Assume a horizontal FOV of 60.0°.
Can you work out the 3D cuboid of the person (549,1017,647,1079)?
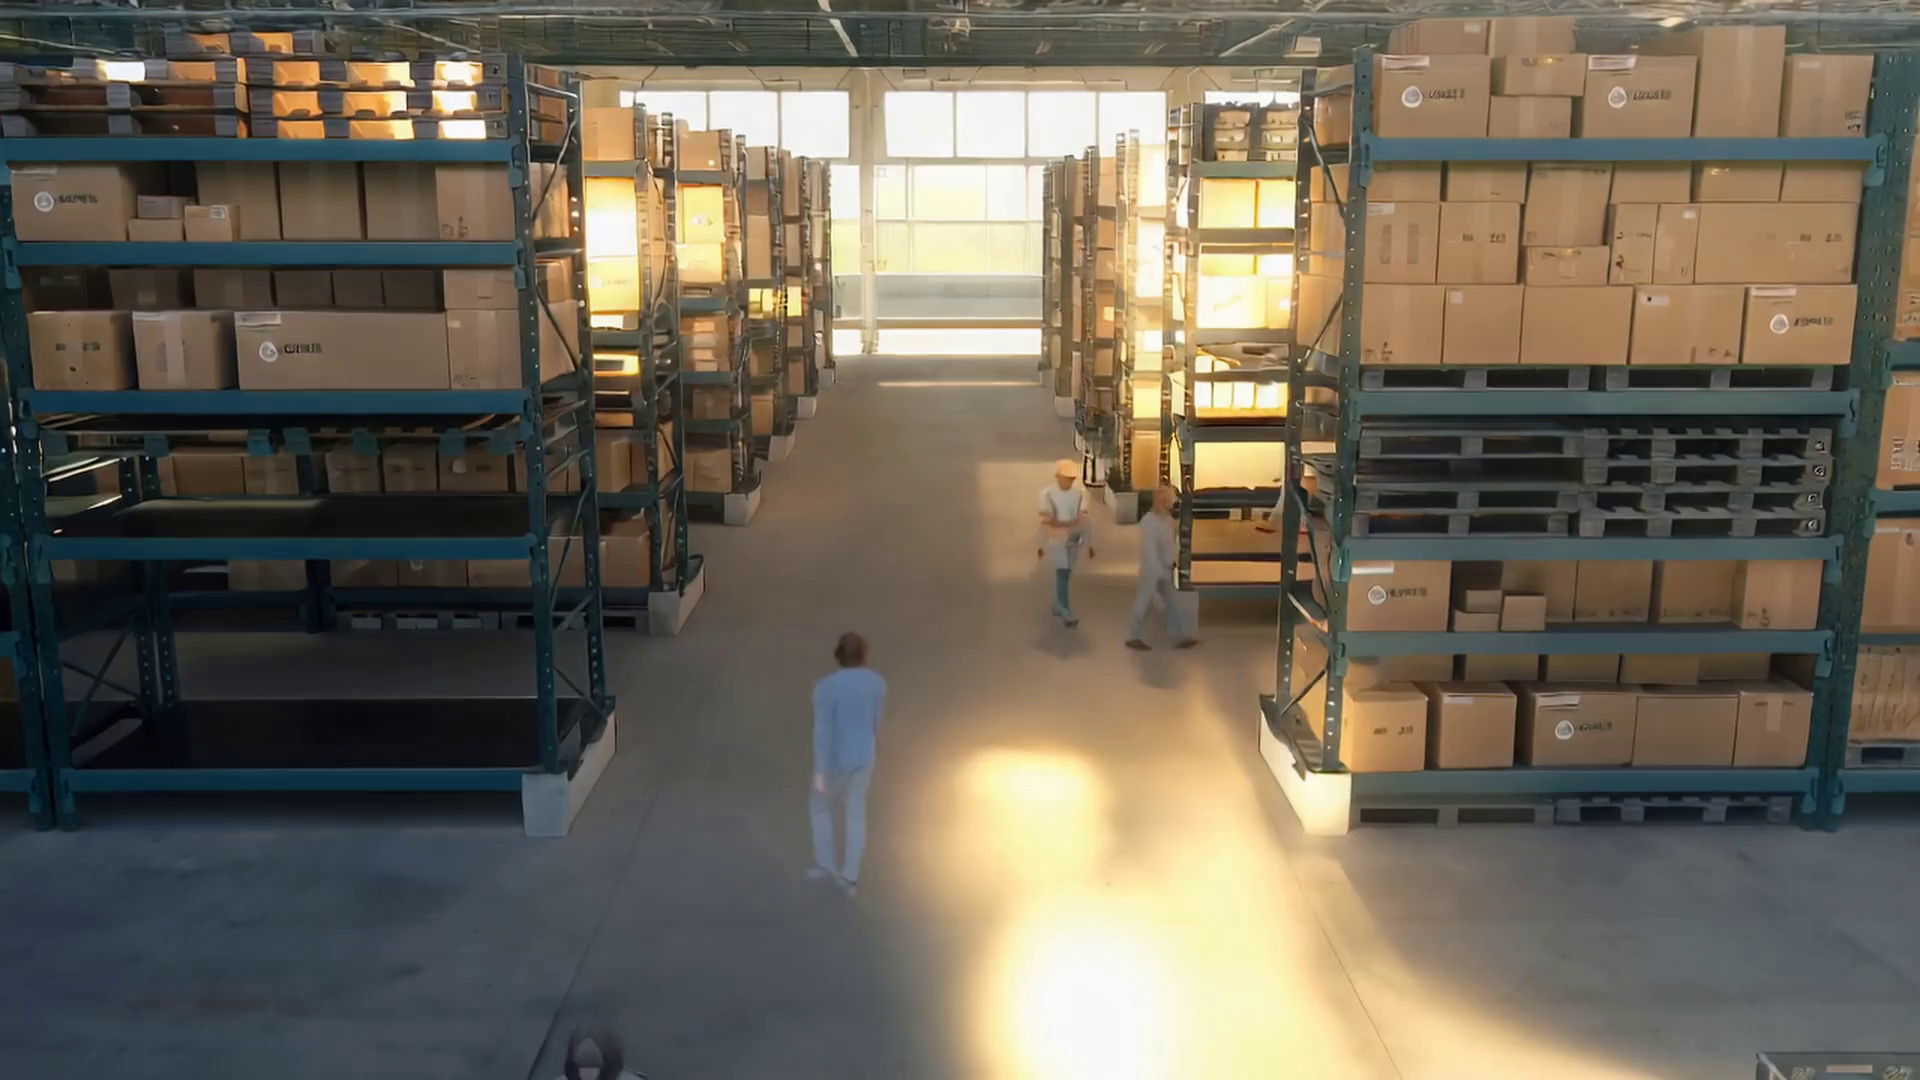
[{"bbox_3d":[-1.541,2.767,7.183,0.512,1.602,0.805,0,11,1],"label":"person"}]

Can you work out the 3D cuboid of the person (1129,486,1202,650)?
[{"bbox_3d":[2.295,0.338,18.542,0.904,1.859,0.678,6,13,28],"label":"person"}]

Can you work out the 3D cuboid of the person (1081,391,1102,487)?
[{"bbox_3d":[2.345,-1.798,29.579,0.319,1.691,0.536,-6,13,-29],"label":"person"}]

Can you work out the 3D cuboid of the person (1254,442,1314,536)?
[{"bbox_3d":[4.955,-0.933,25.064,0.947,1.780,0.585,1,11,4],"label":"person"}]

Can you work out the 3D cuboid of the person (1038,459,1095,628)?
[{"bbox_3d":[1.277,0.024,19.820,0.628,1.980,1.091,-4,12,-18],"label":"person"}]

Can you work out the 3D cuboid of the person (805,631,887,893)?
[{"bbox_3d":[-0.839,1.605,12.156,0.637,1.905,0.551,-8,14,-33],"label":"person"}]
